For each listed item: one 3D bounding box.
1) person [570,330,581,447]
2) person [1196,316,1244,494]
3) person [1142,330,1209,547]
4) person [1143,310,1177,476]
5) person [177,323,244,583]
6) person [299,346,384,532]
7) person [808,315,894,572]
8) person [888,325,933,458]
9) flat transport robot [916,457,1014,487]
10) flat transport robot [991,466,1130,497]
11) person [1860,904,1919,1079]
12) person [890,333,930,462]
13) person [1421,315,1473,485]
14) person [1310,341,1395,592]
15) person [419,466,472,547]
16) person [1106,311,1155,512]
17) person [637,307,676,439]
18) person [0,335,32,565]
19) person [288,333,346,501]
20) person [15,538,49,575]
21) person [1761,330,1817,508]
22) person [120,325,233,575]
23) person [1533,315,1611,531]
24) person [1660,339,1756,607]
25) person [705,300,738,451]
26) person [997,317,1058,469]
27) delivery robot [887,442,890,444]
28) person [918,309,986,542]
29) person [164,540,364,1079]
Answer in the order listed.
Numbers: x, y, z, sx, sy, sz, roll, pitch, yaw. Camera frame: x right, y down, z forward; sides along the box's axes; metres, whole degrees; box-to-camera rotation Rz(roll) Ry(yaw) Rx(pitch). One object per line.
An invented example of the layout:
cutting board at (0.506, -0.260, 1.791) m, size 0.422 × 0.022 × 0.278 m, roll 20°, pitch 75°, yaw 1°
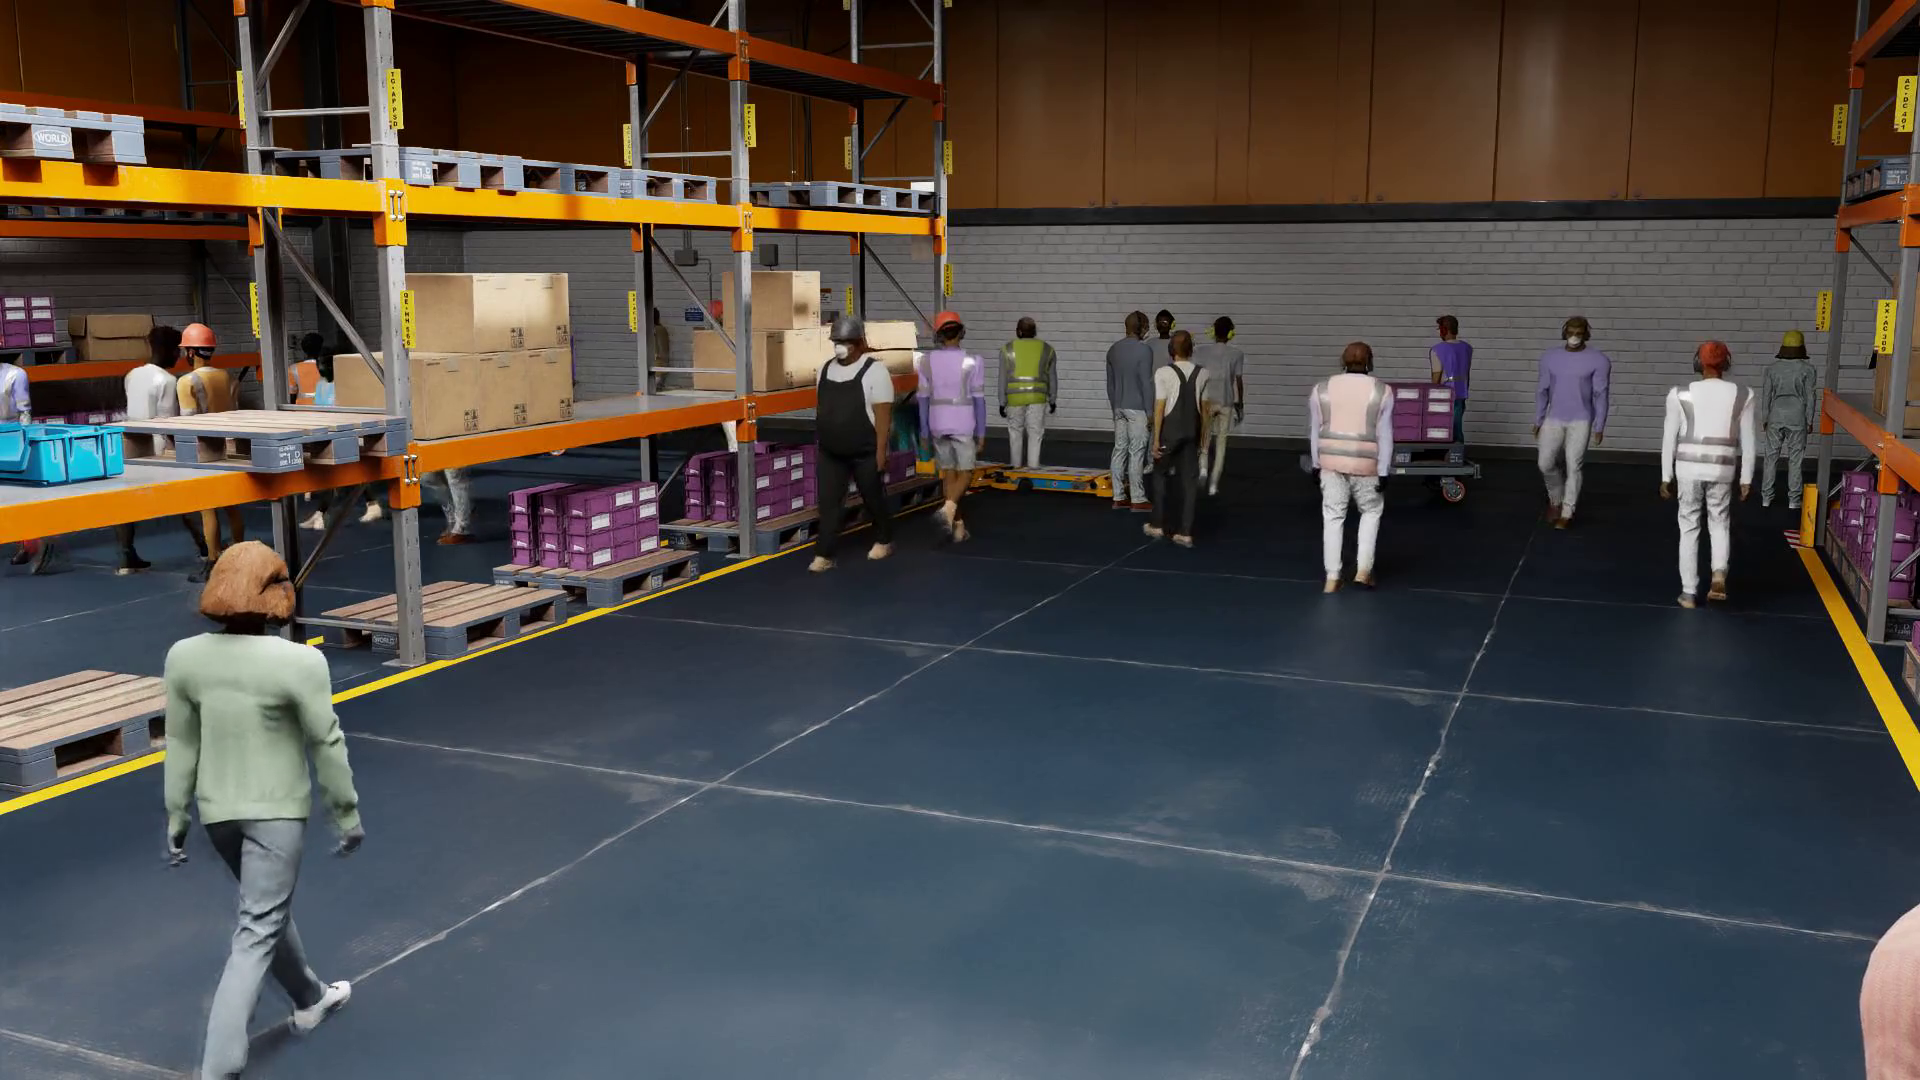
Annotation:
person at (-5.336, -2.154, 21.725) m, size 0.816 × 1.907 × 0.550 m, roll 0°, pitch 9°, yaw 1°
person at (2.663, -1.384, 17.195) m, size 0.535 × 1.844 × 0.420 m, roll 2°, pitch 10°, yaw 14°
person at (1.830, -0.883, 14.249) m, size 0.551 × 1.817 × 0.809 m, roll -3°, pitch 10°, yaw -16°
person at (2.293, -1.659, 18.845) m, size 0.514 × 1.862 × 0.328 m, roll 5°, pitch 11°, yaw 27°
person at (-5.628, -0.643, 12.445) m, size 0.361 × 1.940 × 0.543 m, roll 3°, pitch 10°, yaw 20°
person at (-5.616, -0.926, 15.037) m, size 0.558 × 1.651 × 0.869 m, roll 9°, pitch 13°, yaw 43°
person at (-0.844, -0.810, 13.151) m, size 0.684 × 2.000 × 0.994 m, roll 4°, pitch 10°, yaw 25°
person at (-0.651, -1.696, 19.505) m, size 0.924 × 1.715 × 0.549 m, roll -2°, pitch 10°, yaw -13°
flat transport robot at (-0.130, -0.754, 18.159) m, size 1.431 × 0.197 × 0.652 m, roll 8°, pitch 12°, yaw 40°
flat transport robot at (1.109, -0.625, 17.380) m, size 1.431 × 0.197 × 0.652 m, roll 5°, pitch 11°, yaw 29°
person at (1.448, 1.082, 2.090) m, size 0.652 × 1.906 × 0.403 m, roll -1°, pitch 9°, yaw -4°
person at (-0.559, -1.448, 17.881) m, size 0.525 × 1.759 × 0.357 m, roll -8°, pitch 12°, yaw -40°
person at (5.242, -1.486, 17.852) m, size 0.565 × 1.840 × 0.390 m, roll -6°, pitch 11°, yaw -31°
person at (2.866, -0.535, 12.160) m, size 0.637 × 1.824 × 0.588 m, roll 4°, pitch 10°, yaw 25°
person at (-4.336, -0.889, 13.986) m, size 0.652 × 1.920 × 0.445 m, roll 8°, pitch 12°, yaw 38°
person at (1.665, -1.237, 16.063) m, size 0.371 × 1.935 × 0.627 m, roll -6°, pitch 11°, yaw -33°
person at (-4.089, -2.261, 22.591) m, size 0.583 × 1.827 × 0.646 m, roll 2°, pitch 10°, yaw 14°
person at (-7.635, -0.755, 13.161) m, size 0.543 × 1.928 × 0.372 m, roll -1°, pitch 9°, yaw -6°
person at (-6.491, -1.236, 16.771) m, size 0.536 × 1.696 × 0.322 m, roll -1°, pitch 9°, yaw -8°
person at (-7.348, -0.538, 12.421) m, size 0.777 × 1.733 × 0.530 m, roll -8°, pitch 12°, yaw -41°
person at (8.112, -1.181, 16.295) m, size 0.487 × 1.746 × 0.289 m, roll 8°, pitch 12°, yaw 39°
person at (-6.188, -0.716, 12.982) m, size 0.629 × 1.894 × 1.009 m, roll 4°, pitch 10°, yaw 24°
person at (5.465, -1.045, 14.900) m, size 0.657 × 1.928 × 0.416 m, roll 6°, pitch 11°, yaw 34°
person at (5.145, -0.438, 11.445) m, size 0.586 × 1.869 × 0.501 m, roll 3°, pitch 10°, yaw 16°
person at (-2.790, -1.853, 19.697) m, size 0.627 × 1.961 × 0.613 m, roll -9°, pitch 13°, yaw -43°
person at (0.731, -1.505, 18.073) m, size 0.654 × 1.804 × 0.952 m, roll 0°, pitch 9°, yaw 2°
delivery robot at (-1.151, -0.996, 18.486) m, size 0.707 × 0.478 × 0.477 m, roll 4°, pitch 10°, yaw 22°
person at (-0.099, -0.941, 14.049) m, size 0.609 × 2.010 × 0.727 m, roll 3°, pitch 10°, yaw 19°
person at (-2.026, 0.792, 4.811) m, size 0.524 × 1.587 × 0.874 m, roll 2°, pitch 10°, yaw 12°
